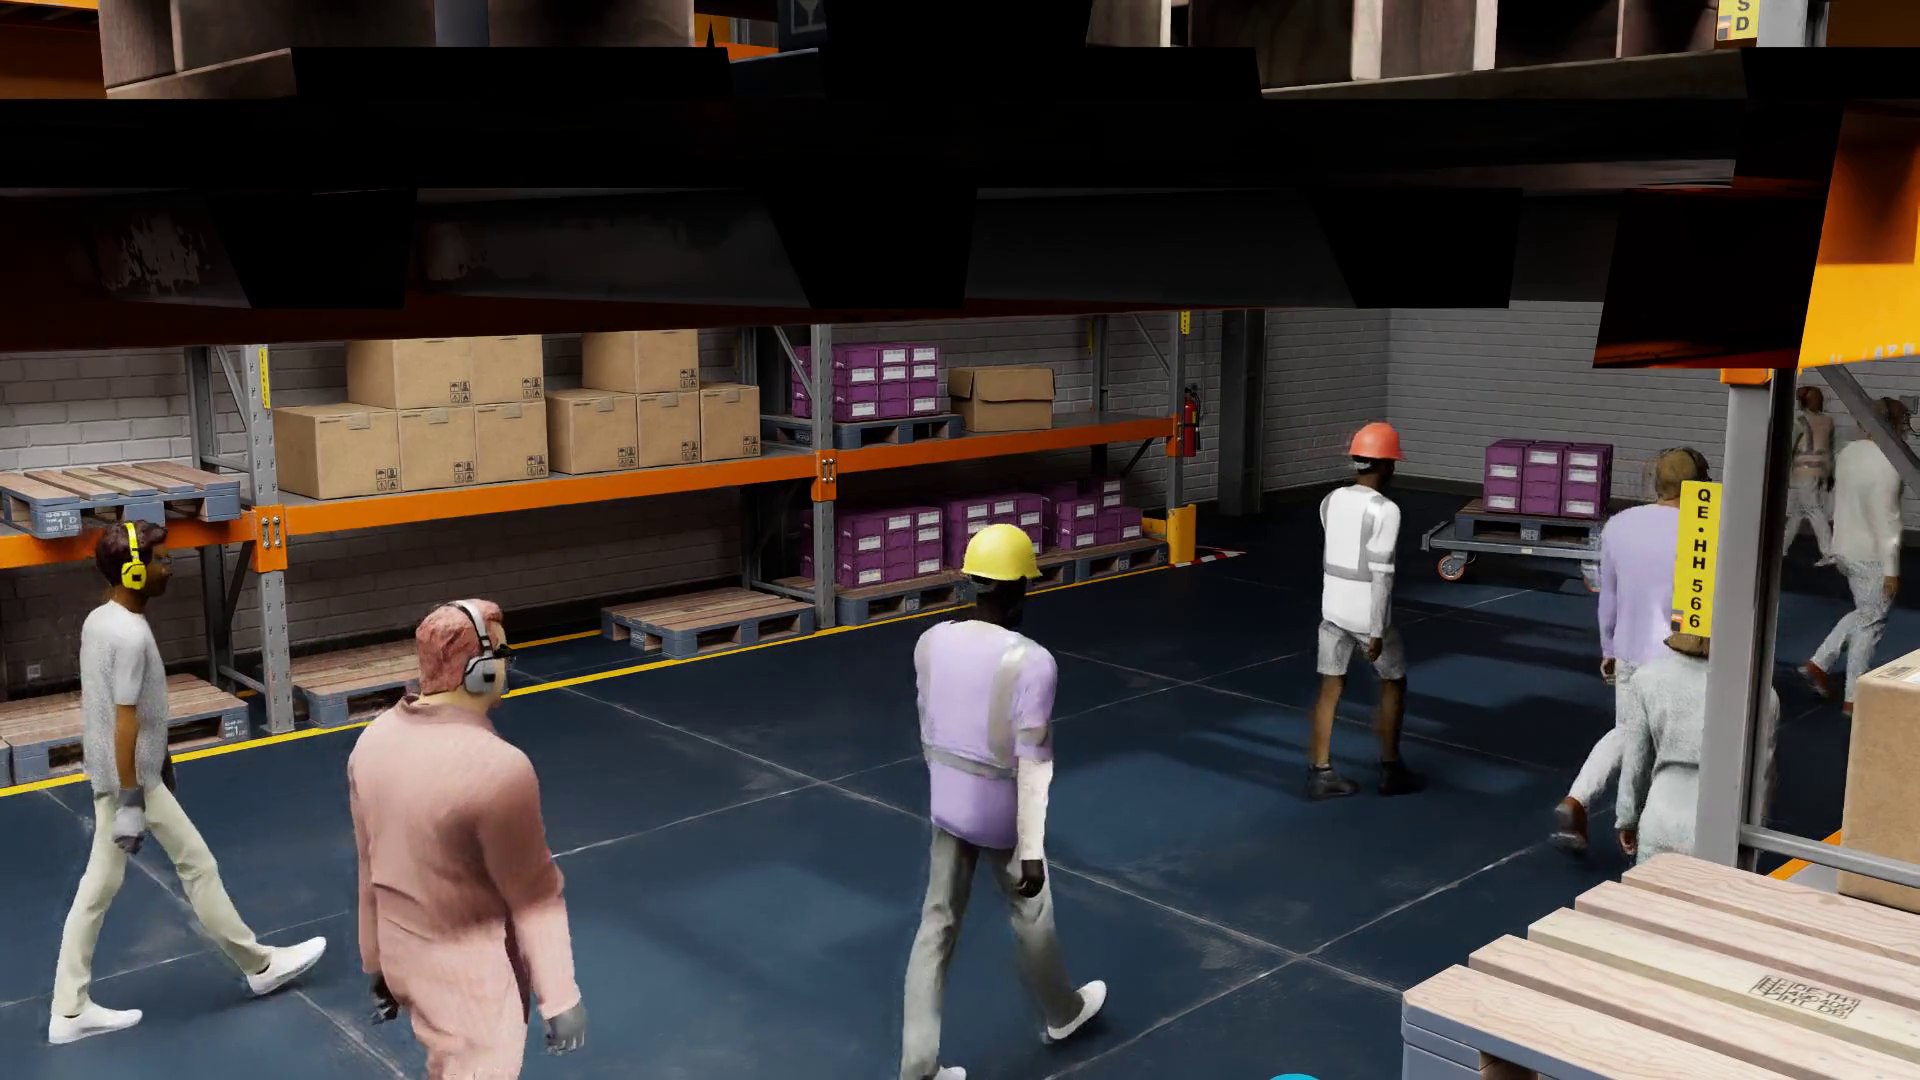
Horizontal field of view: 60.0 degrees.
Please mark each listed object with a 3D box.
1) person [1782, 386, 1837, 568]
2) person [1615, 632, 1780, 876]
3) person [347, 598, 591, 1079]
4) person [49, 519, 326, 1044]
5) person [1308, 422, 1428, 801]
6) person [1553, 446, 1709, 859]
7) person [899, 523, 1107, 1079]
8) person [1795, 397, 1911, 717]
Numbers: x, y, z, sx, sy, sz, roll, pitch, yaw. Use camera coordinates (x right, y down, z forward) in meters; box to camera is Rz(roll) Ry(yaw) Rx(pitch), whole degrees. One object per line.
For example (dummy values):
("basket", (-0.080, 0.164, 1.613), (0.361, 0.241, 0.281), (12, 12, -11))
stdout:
("person", (7.559, -0.571, 14.802), (0.532, 1.591, 0.871), (-5, 11, -25))
("person", (2.363, 0.962, 5.442), (0.578, 1.730, 0.493), (-9, 13, -41))
("person", (-1.232, 1.092, 4.208), (0.468, 1.892, 0.664), (-10, 14, -44))
("person", (-2.837, 0.828, 5.926), (0.957, 1.818, 0.554), (-8, 13, -39))
("person", (2.086, 0.359, 8.404), (0.792, 1.905, 0.551), (-6, 11, -31))
("person", (3.024, 0.542, 7.323), (0.701, 1.924, 0.634), (-5, 11, -29))
("person", (0.116, 0.872, 5.514), (0.610, 1.870, 0.977), (8, 13, 40))
("person", (5.361, 0.110, 9.836), (0.482, 1.923, 0.652), (1, 10, 6))
